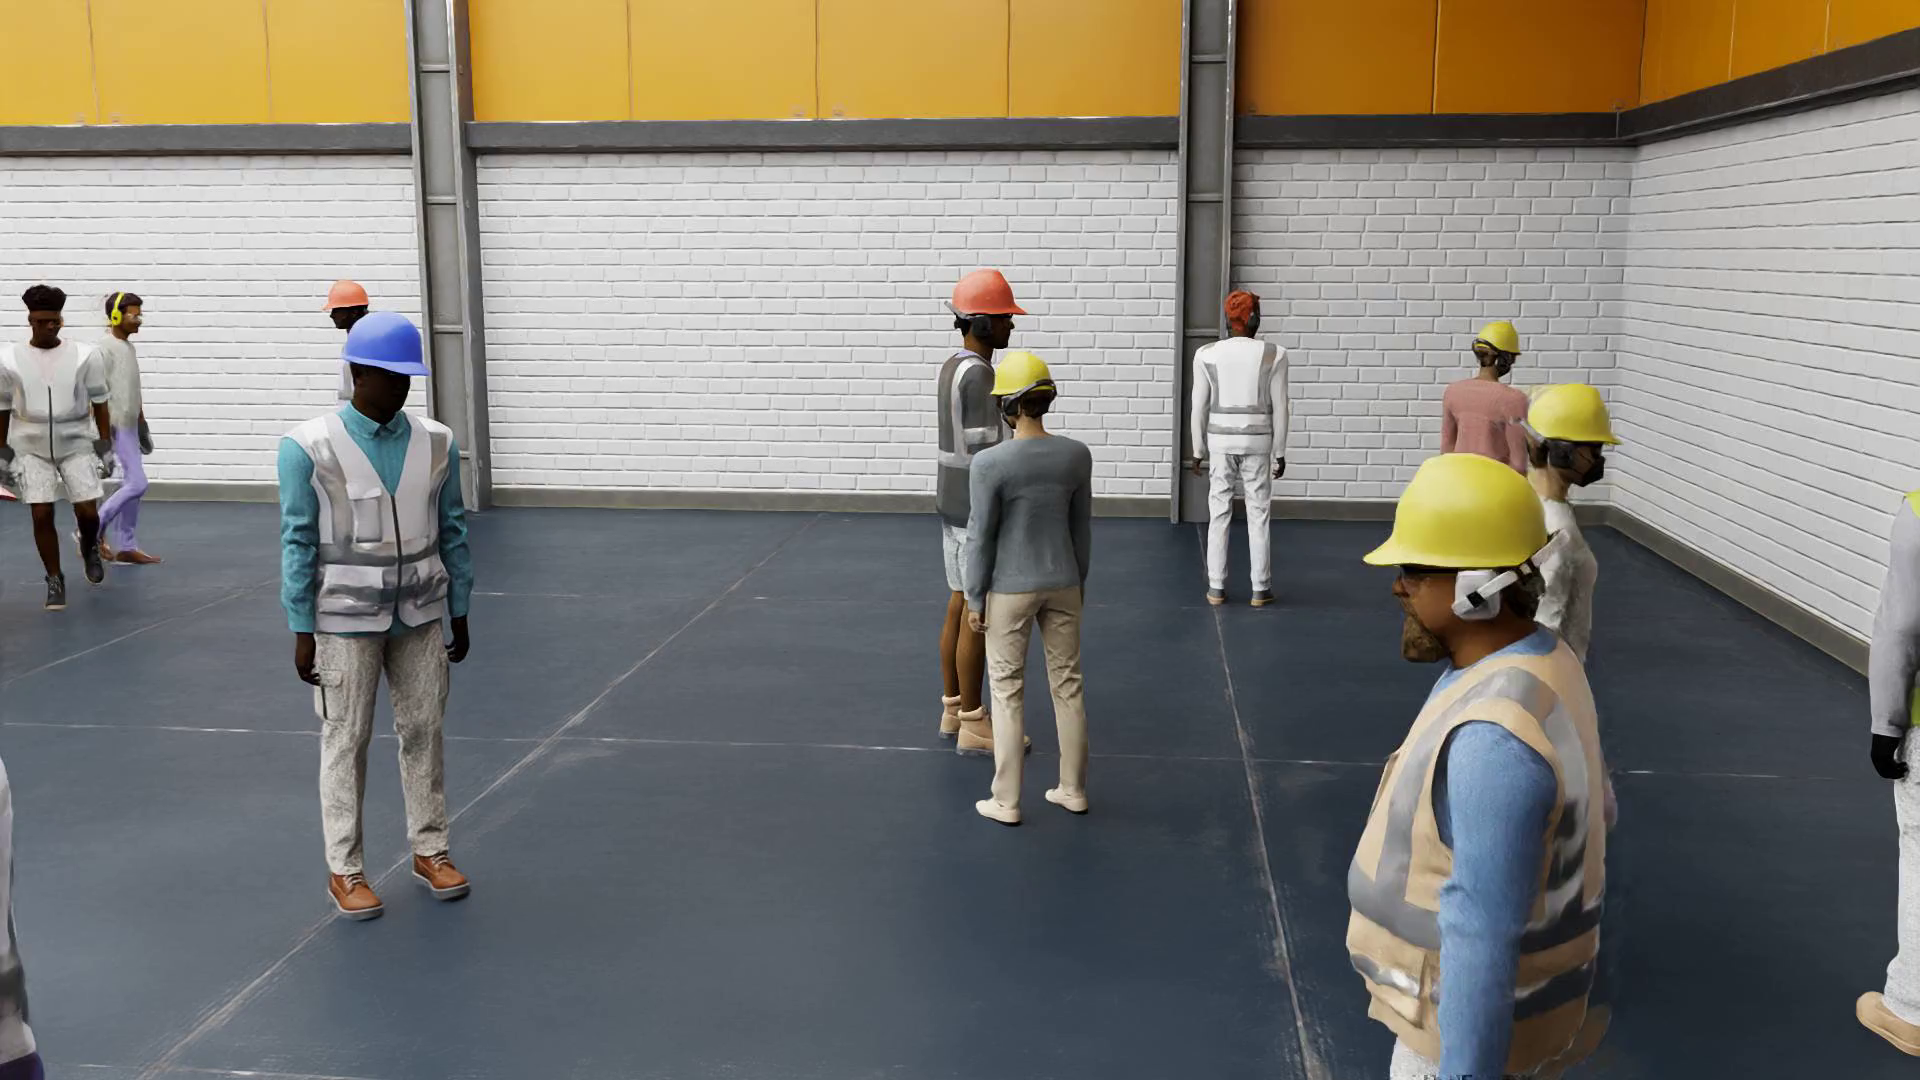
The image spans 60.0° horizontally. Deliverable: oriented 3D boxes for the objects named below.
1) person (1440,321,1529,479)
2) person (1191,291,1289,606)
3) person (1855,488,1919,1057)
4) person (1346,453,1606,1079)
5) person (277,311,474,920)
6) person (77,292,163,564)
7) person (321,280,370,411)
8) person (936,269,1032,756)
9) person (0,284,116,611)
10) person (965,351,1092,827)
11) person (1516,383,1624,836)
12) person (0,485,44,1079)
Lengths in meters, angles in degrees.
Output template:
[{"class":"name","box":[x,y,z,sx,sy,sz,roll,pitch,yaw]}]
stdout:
[{"class":"person","box":[2.775,-0.274,8.804,0.336,1.757,0.532,-7,12,-37]},{"class":"person","box":[1.675,-0.542,9.965,0.575,1.883,0.362,3,10,17]},{"class":"person","box":[2.686,0.465,4.353,0.624,1.837,0.429,1,10,4]},{"class":"person","box":[0.905,0.756,2.751,0.603,1.806,0.596,4,11,23]},{"class":"person","box":[-1.855,0.239,5.347,0.612,1.937,0.418,-9,13,-42]},{"class":"person","box":[-5.648,-0.737,11.183,0.443,1.847,0.538,-1,10,-6]},{"class":"person","box":[-3.990,-0.750,11.049,0.387,1.930,0.540,-4,11,-22]},{"class":"person","box":[0.091,-0.114,7.052,0.378,2.045,0.605,-2,10,-13]},{"class":"person","box":[-5.402,-0.555,9.902,0.638,1.934,0.637,-5,11,-27]},{"class":"person","box":[0.249,0.182,6.190,0.531,1.761,0.339,-5,11,-26]},{"class":"person","box":[1.710,0.424,4.805,0.357,1.754,0.533,1,10,7]},{"class":"person","box":[-1.229,0.785,1.942,0.606,2.035,0.403,5,11,28]}]
